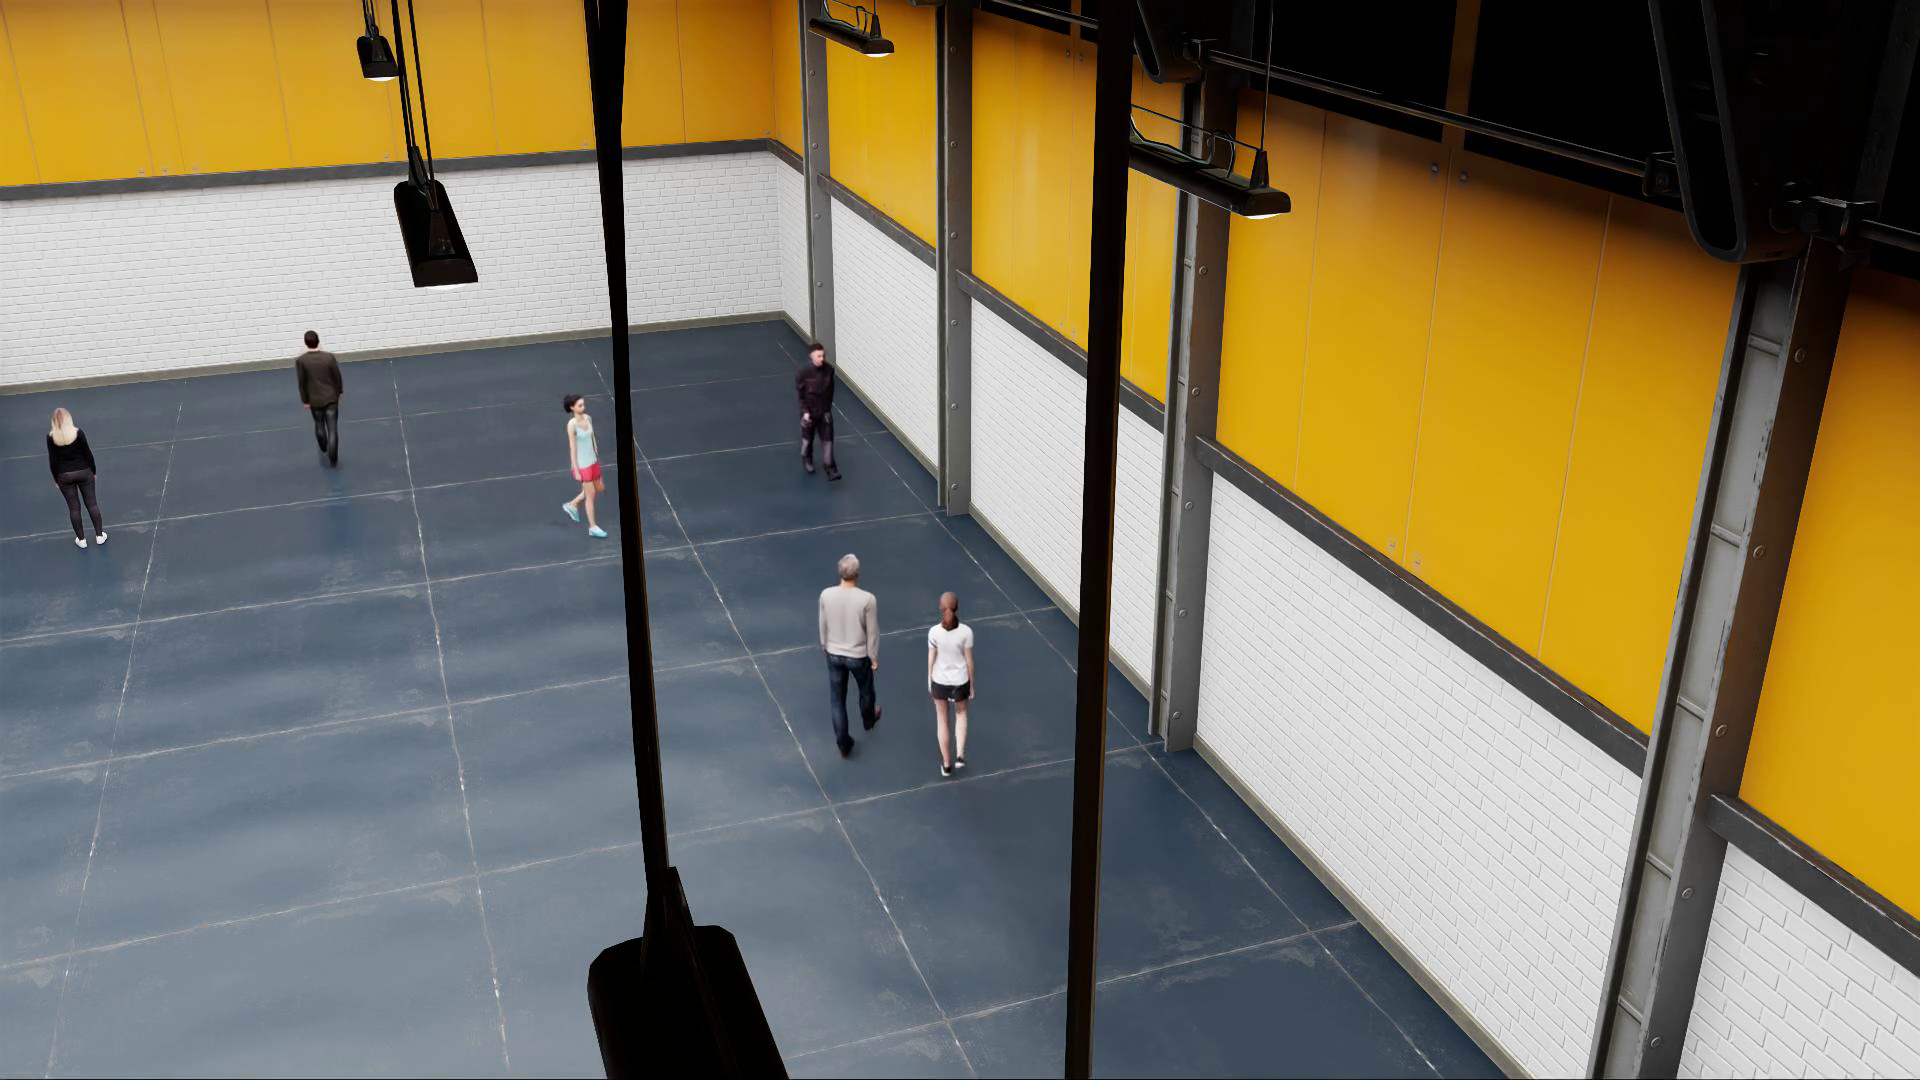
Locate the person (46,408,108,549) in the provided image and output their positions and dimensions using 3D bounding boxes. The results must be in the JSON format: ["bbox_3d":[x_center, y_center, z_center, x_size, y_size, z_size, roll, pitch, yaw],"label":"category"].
[{"bbox_3d":[-10.328,-0.732,19.402,0.645,1.685,0.577,-12,27,-26],"label":"person"}]

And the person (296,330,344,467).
[{"bbox_3d":[-8.351,-1.843,21.833,0.702,1.775,1.024,-8,25,-17],"label":"person"}]

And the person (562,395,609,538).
[{"bbox_3d":[-4.498,-0.889,19.678,0.961,1.752,0.918,9,25,20],"label":"person"}]

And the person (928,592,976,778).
[{"bbox_3d":[-0.085,1.321,14.642,0.644,1.737,0.722,-2,24,-4],"label":"person"}]

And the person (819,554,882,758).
[{"bbox_3d":[-1.024,1.087,14.996,1.086,1.881,1.211,5,24,11],"label":"person"}]

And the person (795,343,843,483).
[{"bbox_3d":[-1.901,-1.675,21.423,0.768,1.794,1.209,-10,26,-22],"label":"person"}]
